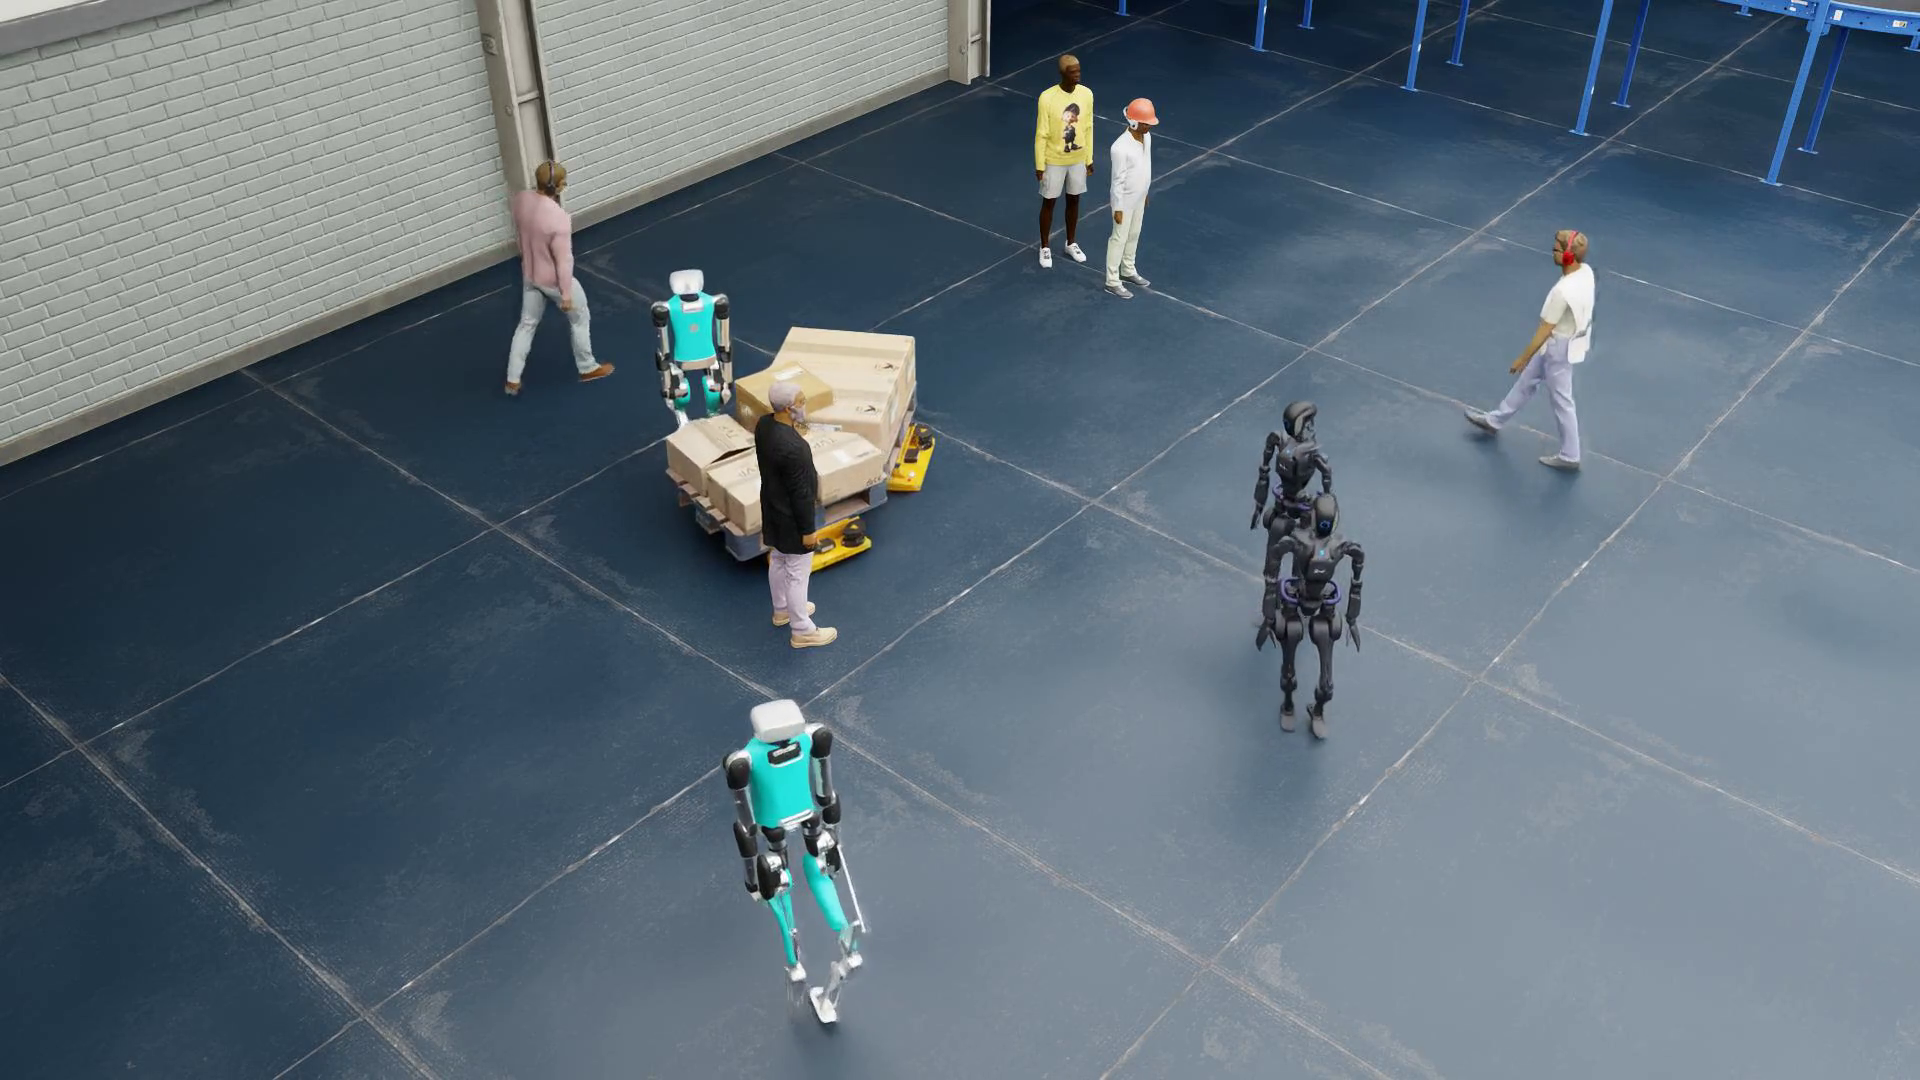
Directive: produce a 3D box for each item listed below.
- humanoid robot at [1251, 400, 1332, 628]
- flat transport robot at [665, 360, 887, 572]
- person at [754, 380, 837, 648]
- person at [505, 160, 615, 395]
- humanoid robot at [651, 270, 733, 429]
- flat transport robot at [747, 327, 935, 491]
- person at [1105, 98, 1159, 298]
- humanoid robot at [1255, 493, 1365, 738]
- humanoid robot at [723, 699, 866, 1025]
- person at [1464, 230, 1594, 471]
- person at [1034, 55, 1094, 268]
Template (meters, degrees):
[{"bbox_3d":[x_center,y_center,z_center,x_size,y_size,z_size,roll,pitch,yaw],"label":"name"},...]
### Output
[{"bbox_3d":[2.116,-0.143,10.406,0.452,1.648,0.607,-24,42,-30],"label":"humanoid robot"},{"bbox_3d":[-1.294,-0.226,11.705,0.659,0.231,1.431,-24,42,-29],"label":"flat transport robot"},{"bbox_3d":[-1.047,-0.162,10.250,0.400,1.852,0.544,-18,39,-23],"label":"person"},{"bbox_3d":[-3.224,-1.993,12.805,0.664,1.893,0.853,24,42,30],"label":"person"},{"bbox_3d":[-1.884,-1.155,11.760,0.536,1.810,0.682,-10,37,-13],"label":"humanoid robot"},{"bbox_3d":[-0.943,-0.664,12.319,1.431,0.231,0.659,5,36,8],"label":"flat transport robot"},{"bbox_3d":[1.481,-2.933,14.234,0.347,1.743,0.561,21,41,27],"label":"person"},{"bbox_3d":[2.012,0.440,9.553,0.603,1.653,0.335,2,35,3],"label":"humanoid robot"},{"bbox_3d":[-0.694,1.677,7.857,0.543,1.861,0.837,-20,40,-25],"label":"humanoid robot"},{"bbox_3d":[4.221,-1.385,12.017,0.966,1.793,0.589,18,39,23],"label":"person"},{"bbox_3d":[0.918,-3.347,14.684,0.554,1.899,0.372,-11,37,-15],"label":"person"}]
